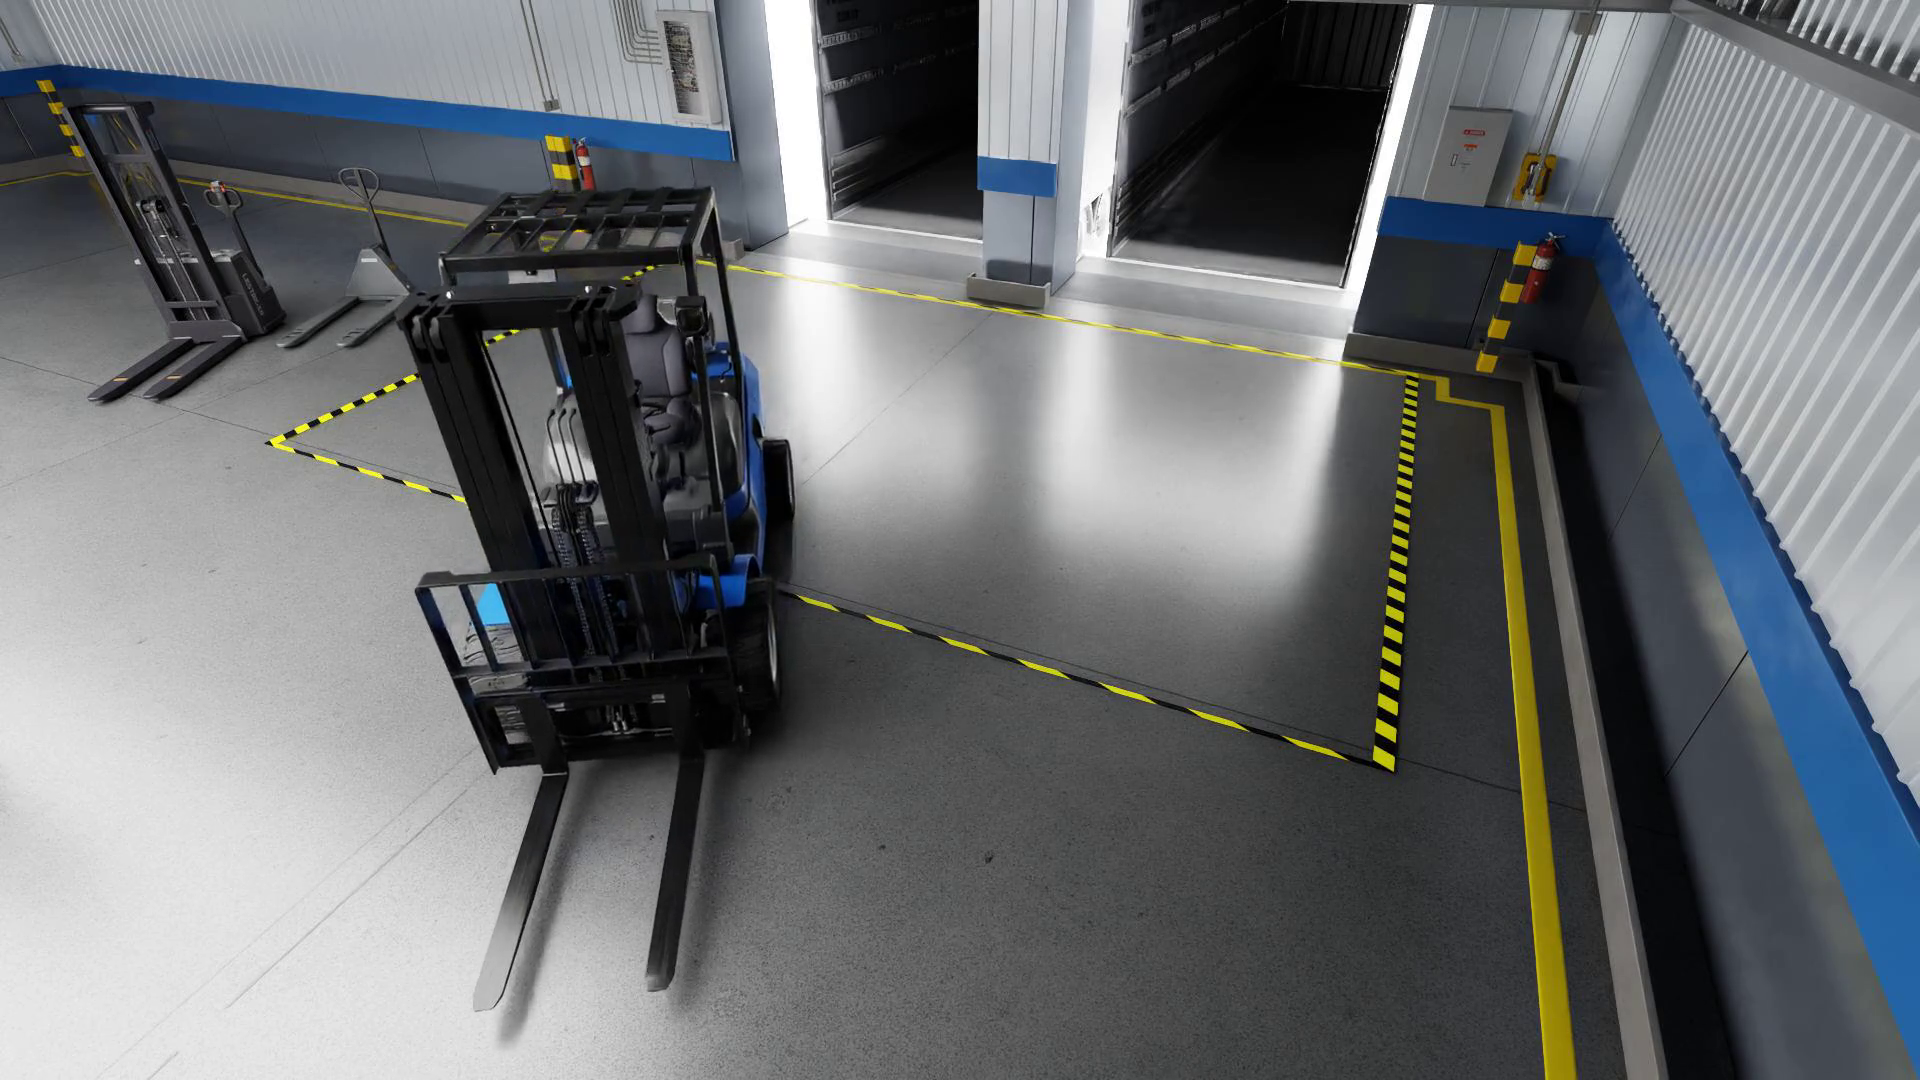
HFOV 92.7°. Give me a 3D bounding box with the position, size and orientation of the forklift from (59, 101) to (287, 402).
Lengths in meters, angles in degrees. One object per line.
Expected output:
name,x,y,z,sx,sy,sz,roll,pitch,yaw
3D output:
forklift,-6.686,-2.387,7.434,0.823,1.965,1.885,-3,35,-5

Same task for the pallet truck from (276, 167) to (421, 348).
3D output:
pallet truck,-5.732,-2.611,8.414,0.680,1.201,1.601,-1,35,-1

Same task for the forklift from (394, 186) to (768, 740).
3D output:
forklift,-1.646,-0.591,4.555,1.157,2.036,2.680,-4,35,-6
